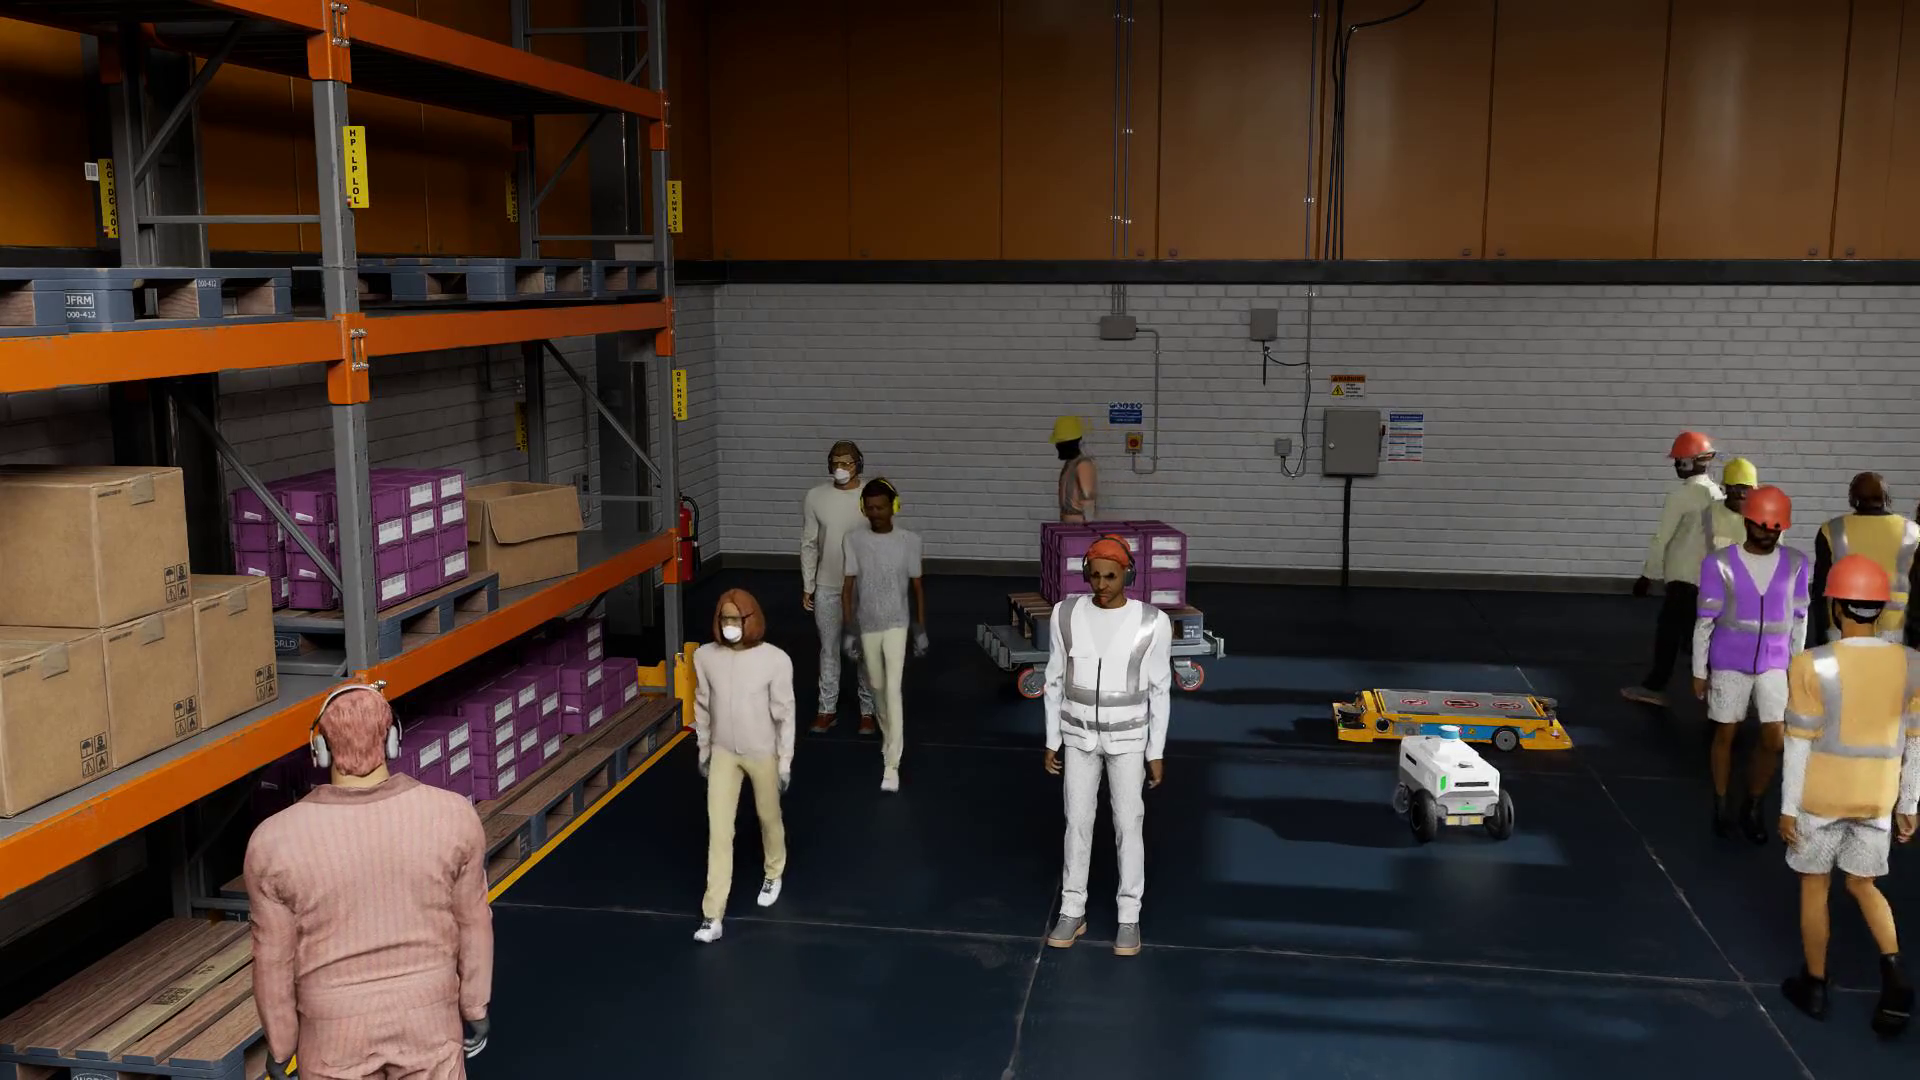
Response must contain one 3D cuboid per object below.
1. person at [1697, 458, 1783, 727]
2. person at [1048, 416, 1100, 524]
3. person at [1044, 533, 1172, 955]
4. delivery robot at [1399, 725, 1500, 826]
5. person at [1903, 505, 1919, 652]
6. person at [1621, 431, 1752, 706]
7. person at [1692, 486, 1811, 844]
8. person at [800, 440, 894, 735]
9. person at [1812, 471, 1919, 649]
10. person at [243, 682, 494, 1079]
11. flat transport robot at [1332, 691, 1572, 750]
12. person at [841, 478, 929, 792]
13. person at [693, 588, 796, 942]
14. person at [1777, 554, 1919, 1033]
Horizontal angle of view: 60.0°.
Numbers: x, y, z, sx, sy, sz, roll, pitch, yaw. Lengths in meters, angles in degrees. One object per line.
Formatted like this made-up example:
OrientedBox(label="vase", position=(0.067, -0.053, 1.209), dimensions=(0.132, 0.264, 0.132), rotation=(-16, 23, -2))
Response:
OrientedBox(label="person", position=(5.203, 0.324, 11.229), dimensions=(0.604, 1.816, 0.663), rotation=(3, 10, 19))
OrientedBox(label="person", position=(0.808, -0.048, 13.263), dimensions=(0.898, 1.878, 0.621), rotation=(-1, 9, -5))
OrientedBox(label="person", position=(0.644, 0.903, 7.403), dimensions=(0.573, 1.887, 0.356), rotation=(3, 10, 18))
OrientedBox(label="delivery robot", position=(2.656, 1.253, 9.052), dimensions=(0.477, 0.478, 0.707), rotation=(-1, 9, -3))
OrientedBox(label="person", position=(6.222, 0.506, 10.728), dimensions=(0.524, 1.616, 0.343), rotation=(-2, 9, -14))
OrientedBox(label="person", position=(4.985, 0.240, 11.284), dimensions=(0.609, 1.956, 0.944), rotation=(-7, 12, -38))
OrientedBox(label="person", position=(4.172, 0.664, 8.774), dimensions=(0.579, 1.915, 0.558), rotation=(2, 9, 11))
OrientedBox(label="person", position=(-0.741, 0.310, 10.900), dimensions=(0.631, 1.940, 0.372), rotation=(1, 9, 9))
OrientedBox(label="person", position=(5.511, 0.498, 10.117), dimensions=(0.630, 1.818, 0.674), rotation=(3, 10, 20))
OrientedBox(label="person", position=(-1.639, 1.335, 4.680), dimensions=(0.643, 1.908, 0.411), rotation=(-5, 10, -26))
OrientedBox(label="flat transport robot", position=(3.174, 1.155, 10.818), dimensions=(1.431, 0.197, 0.652), rotation=(1, 9, 9))
OrientedBox(label="person", position=(-0.450, 0.516, 10.025), dimensions=(0.509, 1.822, 0.974), rotation=(1, 9, 7))
OrientedBox(label="person", position=(-1.000, 1.003, 7.686), dimensions=(0.518, 1.580, 0.850), rotation=(2, 9, 12))
OrientedBox(label="person", position=(3.547, 1.024, 6.572), dimensions=(0.553, 1.917, 0.630), rotation=(0, 9, 0))
